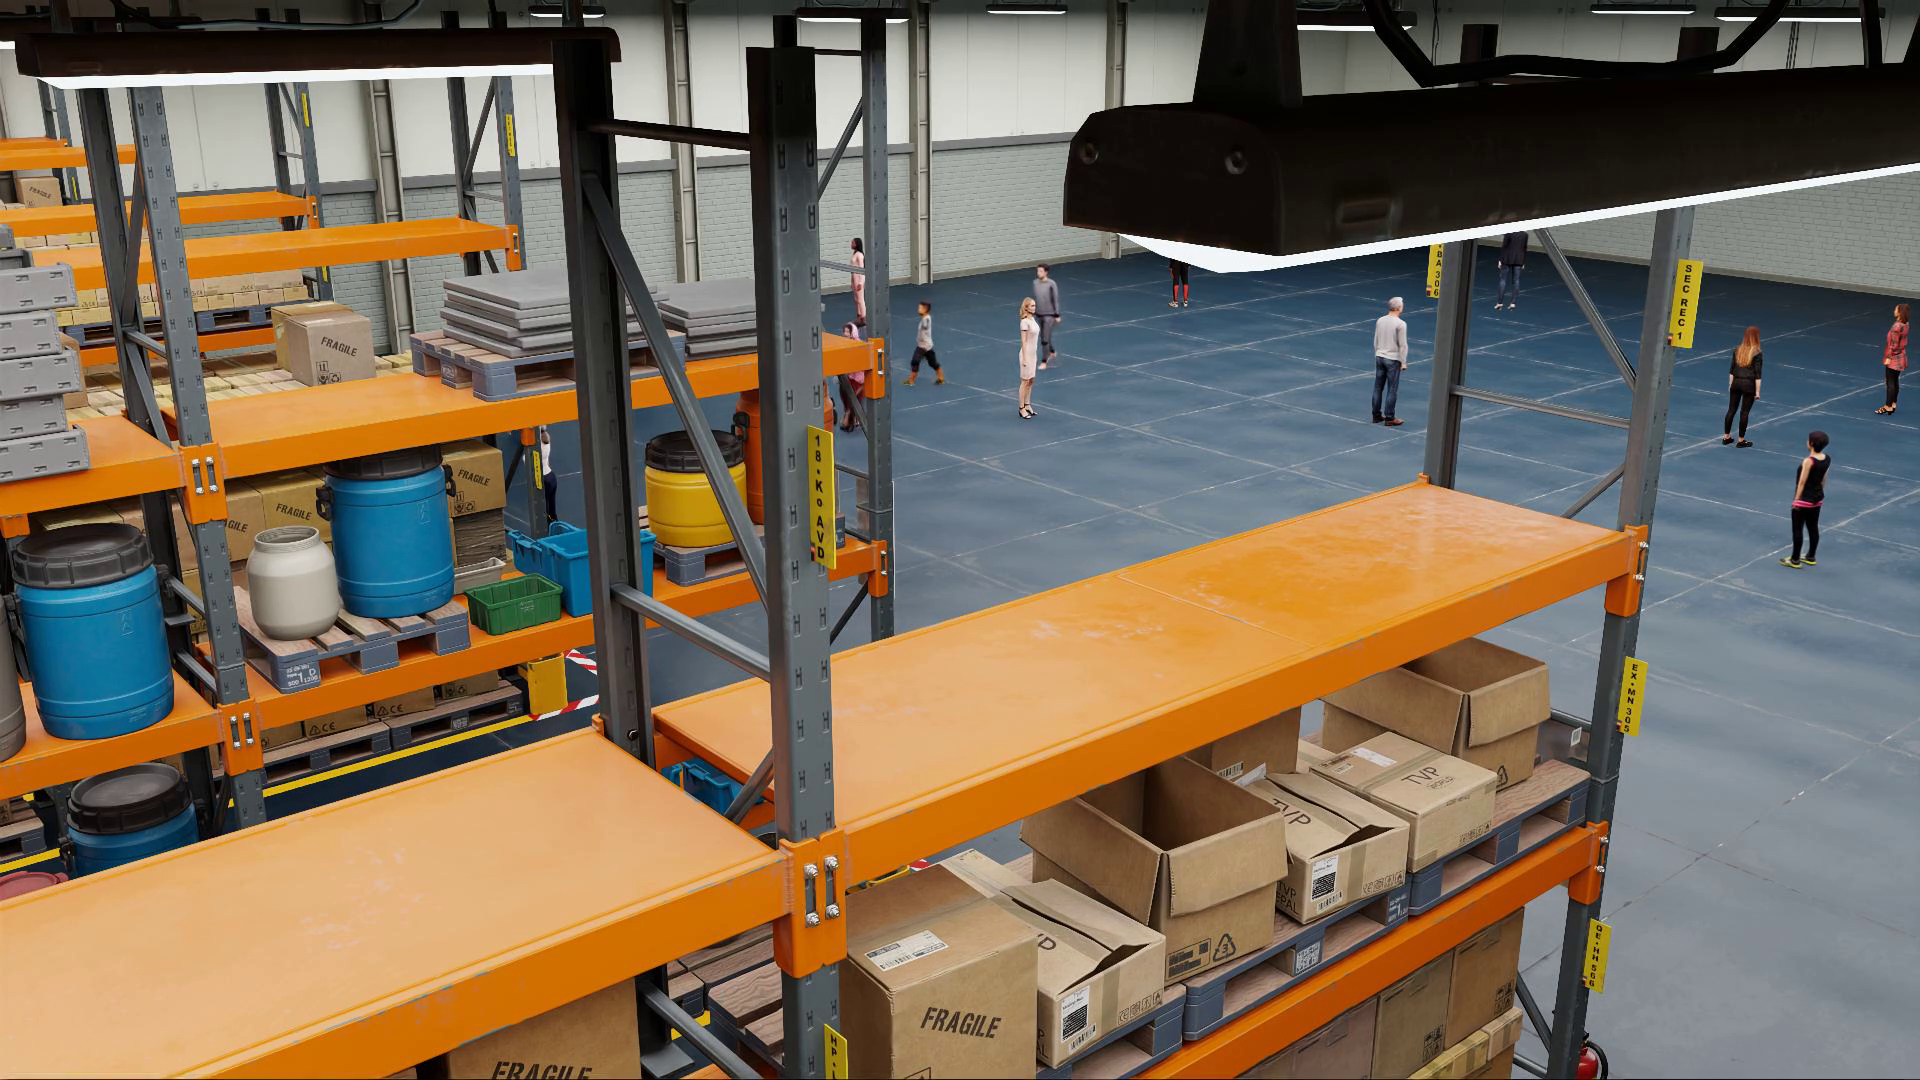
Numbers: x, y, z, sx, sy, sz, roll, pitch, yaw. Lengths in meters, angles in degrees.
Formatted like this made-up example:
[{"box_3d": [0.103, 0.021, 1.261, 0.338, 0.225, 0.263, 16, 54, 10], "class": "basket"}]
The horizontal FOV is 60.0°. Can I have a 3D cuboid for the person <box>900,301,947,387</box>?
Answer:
[{"box_3d": [-0.505, -3.264, 27.404, 1.063, 1.420, 0.962, 0, 18, -1], "class": "person"}]

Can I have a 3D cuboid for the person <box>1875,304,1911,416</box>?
[{"box_3d": [14.300, -2.774, 25.443, 0.692, 1.702, 0.513, 17, 24, 42], "class": "person"}]

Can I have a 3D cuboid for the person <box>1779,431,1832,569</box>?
[{"box_3d": [9.508, -0.469, 18.610, 0.521, 1.551, 0.647, -8, 20, -23], "class": "person"}]

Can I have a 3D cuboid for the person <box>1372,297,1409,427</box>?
[{"box_3d": [6.403, -2.674, 24.804, 0.641, 1.909, 0.755, -12, 22, -33], "class": "person"}]

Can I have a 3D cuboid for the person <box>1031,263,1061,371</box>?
[{"box_3d": [1.520, -3.861, 28.616, 0.823, 1.805, 1.047, 15, 23, 38], "class": "person"}]

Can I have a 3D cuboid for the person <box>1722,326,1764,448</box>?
[{"box_3d": [11.120, -2.185, 23.618, 0.546, 1.712, 0.626, -12, 21, -32], "class": "person"}]

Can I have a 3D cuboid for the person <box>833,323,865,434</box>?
[{"box_3d": [-1.551, -2.383, 24.410, 0.894, 1.598, 1.124, 9, 20, 25], "class": "person"}]

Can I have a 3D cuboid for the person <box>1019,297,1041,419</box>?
[{"box_3d": [1.029, -2.774, 25.236, 0.702, 1.830, 0.563, 9, 20, 26], "class": "person"}]

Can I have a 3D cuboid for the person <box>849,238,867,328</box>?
[{"box_3d": [-1.971, -5.004, 32.263, 0.646, 1.720, 0.680, -6, 19, -19], "class": "person"}]

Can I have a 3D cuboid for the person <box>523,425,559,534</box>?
[{"box_3d": [-4.673, -0.574, 18.688, 0.742, 1.702, 0.670, 3, 18, 8], "class": "person"}]

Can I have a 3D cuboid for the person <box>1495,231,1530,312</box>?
[{"box_3d": [10.154, -5.129, 30.687, 0.821, 1.782, 0.791, 1, 18, 4], "class": "person"}]
